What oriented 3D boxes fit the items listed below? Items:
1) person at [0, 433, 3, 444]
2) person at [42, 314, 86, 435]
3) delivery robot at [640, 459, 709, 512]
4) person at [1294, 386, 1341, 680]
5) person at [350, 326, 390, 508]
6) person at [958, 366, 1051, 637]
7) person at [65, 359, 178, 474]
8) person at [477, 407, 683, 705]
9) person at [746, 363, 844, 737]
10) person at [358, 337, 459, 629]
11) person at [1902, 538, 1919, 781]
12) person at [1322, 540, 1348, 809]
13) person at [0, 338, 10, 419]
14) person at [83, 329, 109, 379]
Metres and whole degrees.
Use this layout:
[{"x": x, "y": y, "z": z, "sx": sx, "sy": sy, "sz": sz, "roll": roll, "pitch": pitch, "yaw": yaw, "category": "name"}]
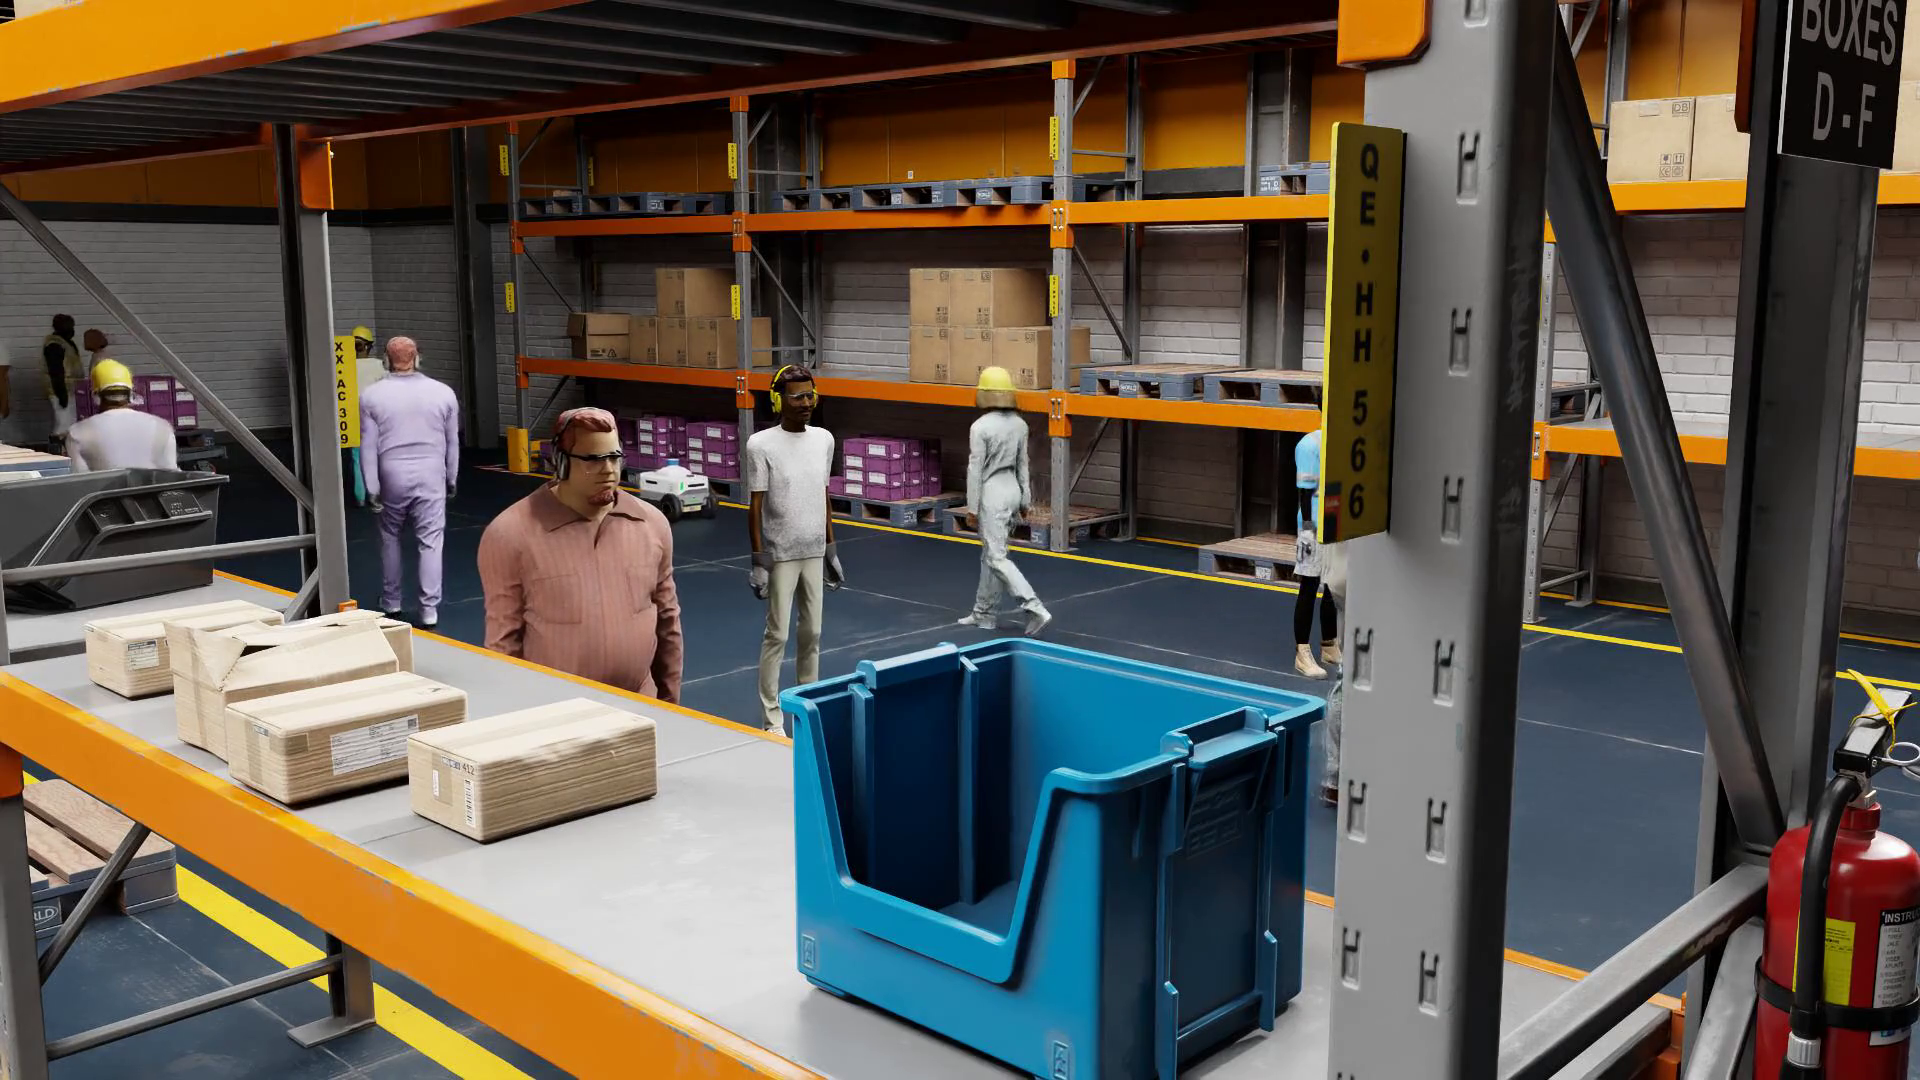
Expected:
[{"x": -7.072, "y": -0.443, "z": 12.018, "sx": 0.494, "sy": 1.611, "sz": 0.519, "roll": 3, "pitch": 10, "yaw": 20, "category": "person"}, {"x": -10.372, "y": -1.714, "z": 19.259, "sx": 0.457, "sy": 1.804, "sz": 0.654, "roll": -2, "pitch": 9, "yaw": -10, "category": "person"}, {"x": -2.645, "y": -0.508, "z": 15.387, "sx": 0.477, "sy": 0.478, "sz": 0.707, "roll": -9, "pitch": 13, "yaw": -44, "category": "delivery robot"}, {"x": 2.112, "y": -0.067, "z": 9.469, "sx": 0.529, "sy": 1.697, "sz": 0.321, "roll": -7, "pitch": 12, "yaw": -37, "category": "person"}, {"x": -5.758, "y": -1.185, "z": 16.133, "sx": 0.523, "sy": 1.763, "sz": 0.329, "roll": -4, "pitch": 10, "yaw": -22, "category": "person"}, {"x": 0.287, "y": -0.234, "z": 10.460, "sx": 0.771, "sy": 1.711, "sz": 0.494, "roll": 8, "pitch": 12, "yaw": 42, "category": "person"}, {"x": -4.696, "y": -0.110, "z": 9.397, "sx": 0.595, "sy": 1.815, "sz": 0.551, "roll": -9, "pitch": 13, "yaw": -44, "category": "person"}, {"x": -1.140, "y": 0.535, "z": 5.176, "sx": 0.644, "sy": 1.900, "sz": 0.399, "roll": -6, "pitch": 11, "yaw": -34, "category": "person"}, {"x": -0.783, "y": 0.091, "z": 8.006, "sx": 0.532, "sy": 1.861, "sz": 0.319, "roll": -8, "pitch": 12, "yaw": -42, "category": "person"}, {"x": -3.613, "y": -0.389, "z": 10.914, "sx": 0.642, "sy": 1.869, "sz": 0.912, "roll": -4, "pitch": 10, "yaw": -24, "category": "person"}, {"x": 4.534, "y": 0.195, "z": 7.491, "sx": 0.593, "sy": 1.826, "sz": 0.404, "roll": -8, "pitch": 12, "yaw": -39, "category": "person"}, {"x": 1.752, "y": 0.226, "z": 6.945, "sx": 0.447, "sy": 1.930, "sz": 0.647, "roll": 0, "pitch": 9, "yaw": 1, "category": "person"}, {"x": -9.950, "y": -1.424, "z": 16.745, "sx": 0.702, "sy": 2.000, "sz": 0.546, "roll": 2, "pitch": 9, "yaw": 11, "category": "person"}, {"x": -10.016, "y": -1.614, "z": 19.214, "sx": 0.451, "sy": 1.613, "sz": 0.527, "roll": -7, "pitch": 12, "yaw": -39, "category": "person"}]
